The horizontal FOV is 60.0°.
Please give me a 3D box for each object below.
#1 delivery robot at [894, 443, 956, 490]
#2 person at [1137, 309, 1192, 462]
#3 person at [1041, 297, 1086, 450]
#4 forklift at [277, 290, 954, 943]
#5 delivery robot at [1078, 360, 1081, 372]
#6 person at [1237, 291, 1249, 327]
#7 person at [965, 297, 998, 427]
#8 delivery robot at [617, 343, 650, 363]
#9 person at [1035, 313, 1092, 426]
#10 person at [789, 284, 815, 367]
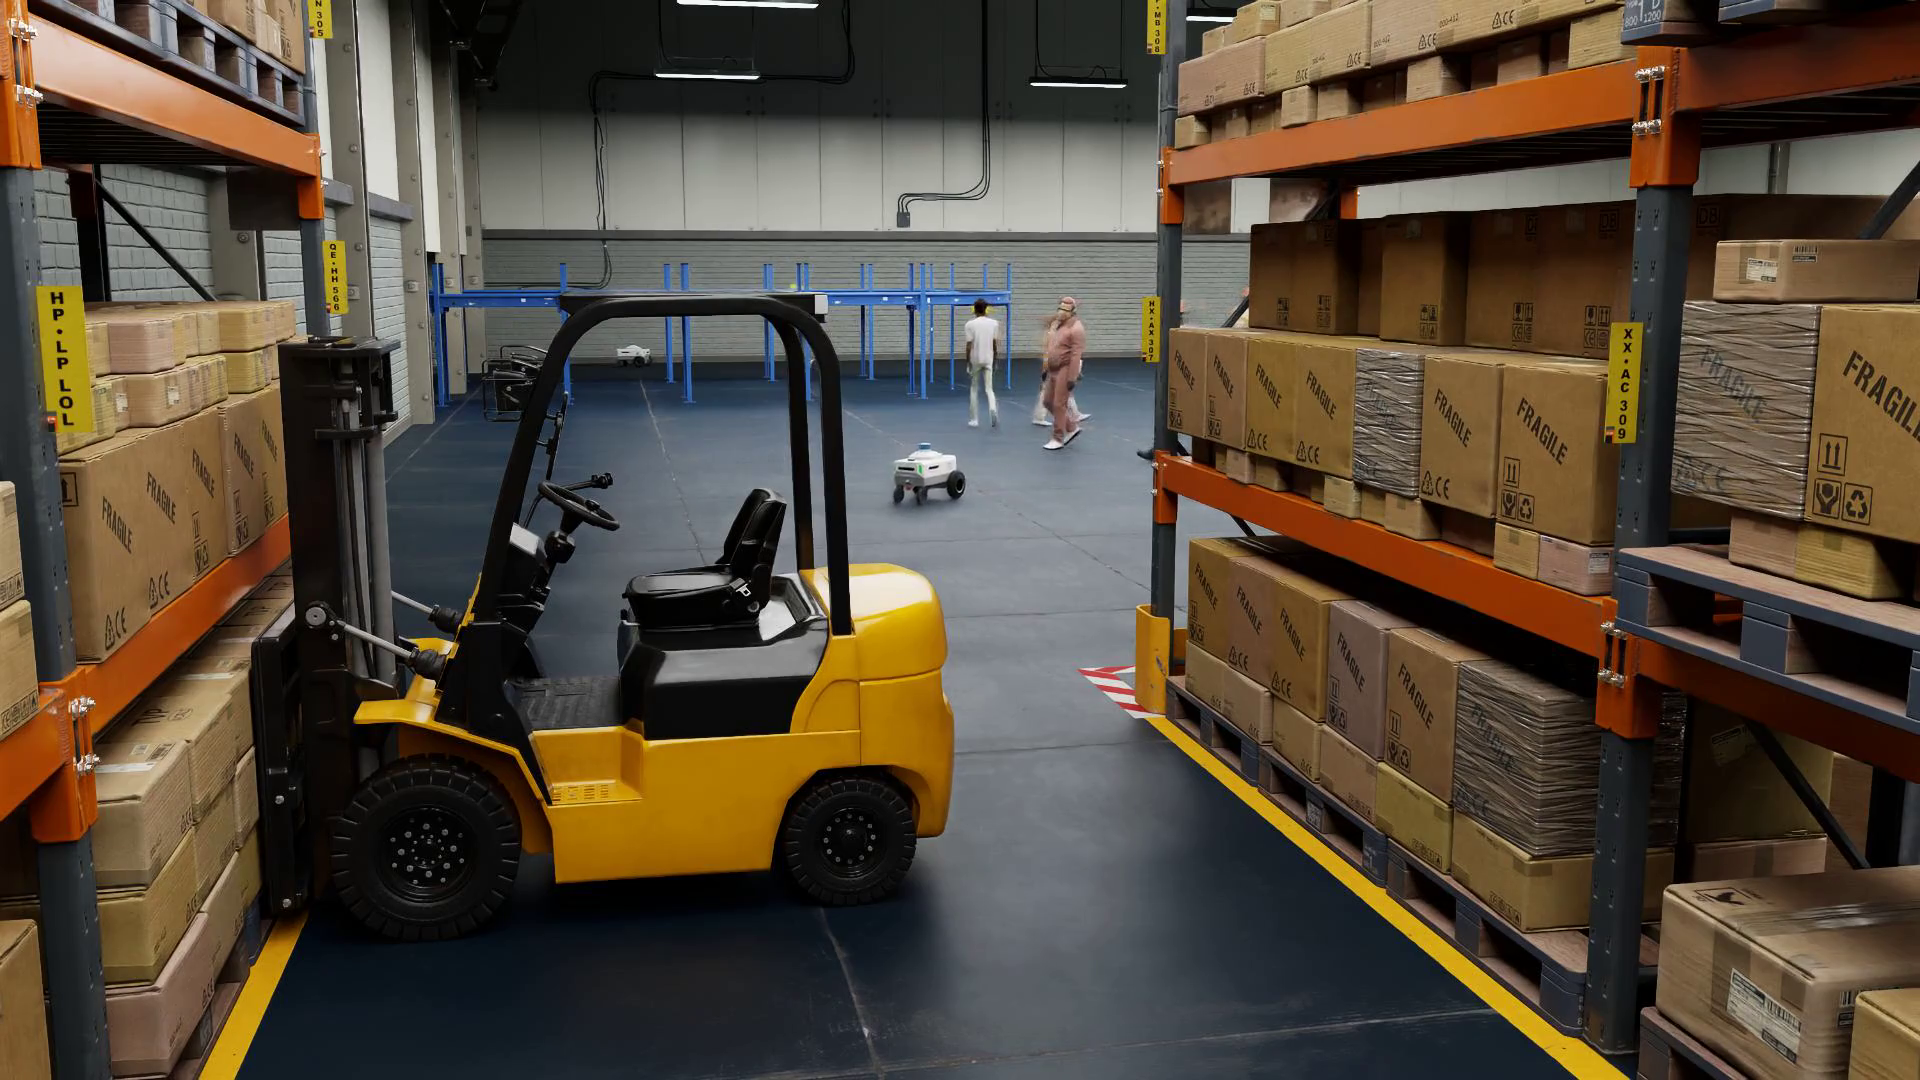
[{"bbox_3d":[-0.334,-0.698,16.165,0.477,0.478,0.707,6,11,30],"label":"delivery robot"},{"bbox_3d":[2.544,-1.850,19.417,0.793,1.911,0.579,1,9,7],"label":"person"},{"bbox_3d":[1.274,-2.062,20.614,0.539,1.879,0.717,-5,10,-27],"label":"person"},{"bbox_3d":[-1.179,0.175,6.143,2.313,2.155,1.214,-2,10,-12],"label":"forklift"},{"bbox_3d":[2.104,-3.520,33.363,0.477,0.478,0.707,-8,13,-41],"label":"delivery robot"},{"bbox_3d":[5.184,-3.537,29.613,0.558,1.886,1.020,-1,9,-9],"label":"person"},{"bbox_3d":[0.321,-2.488,23.330,0.507,1.840,0.758,-2,10,-12],"label":"person"},{"bbox_3d":[-7.413,-4.233,37.713,0.707,0.478,0.477,2,10,12],"label":"delivery robot"},{"bbox_3d":[1.454,-2.410,23.545,0.853,1.592,0.541,0,9,0],"label":"person"},{"bbox_3d":[-3.421,-4.506,35.437,0.518,1.899,0.682,-1,9,-5],"label":"person"}]
